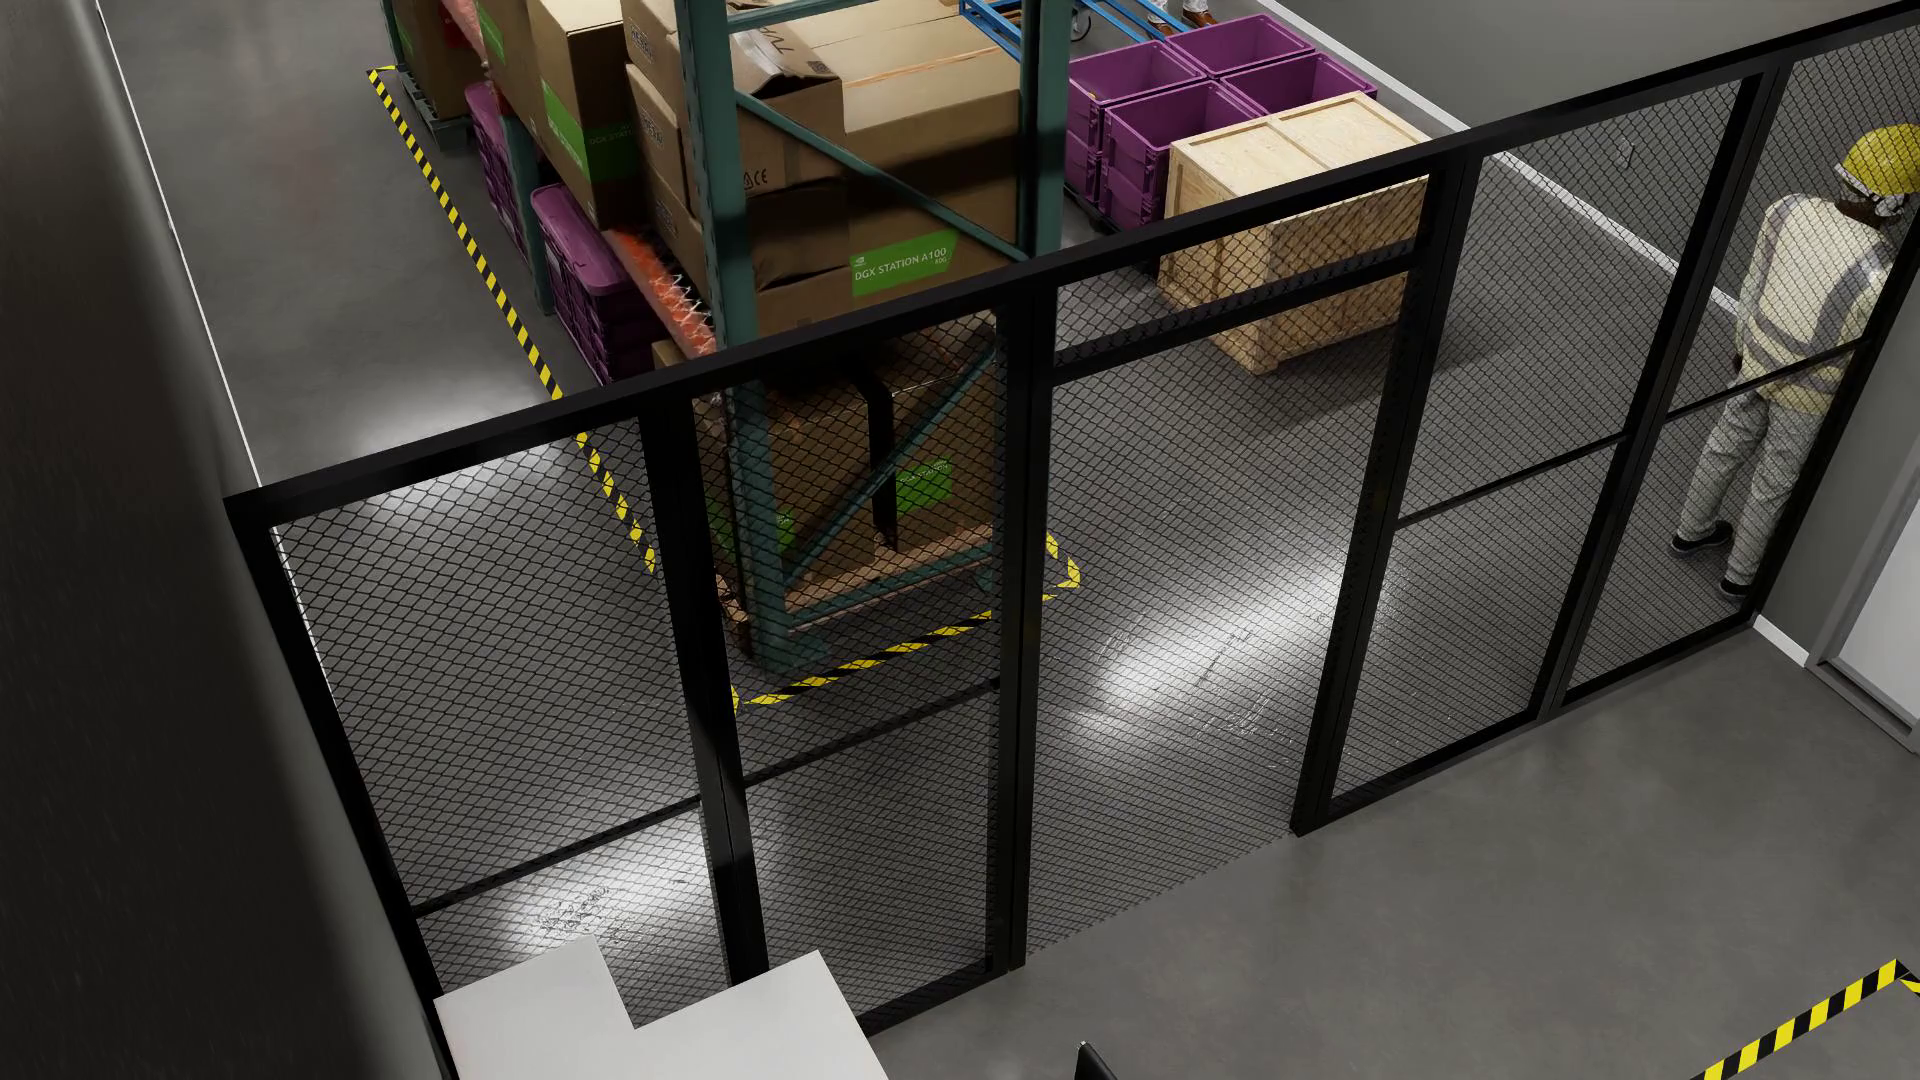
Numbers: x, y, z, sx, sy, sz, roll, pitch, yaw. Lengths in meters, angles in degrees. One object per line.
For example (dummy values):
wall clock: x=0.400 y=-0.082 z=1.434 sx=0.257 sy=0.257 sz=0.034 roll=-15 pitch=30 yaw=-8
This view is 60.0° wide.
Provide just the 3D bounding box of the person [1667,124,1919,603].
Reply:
person: x=2.856 y=-0.569 z=5.645 sx=0.404 sy=1.833 sz=0.590 roll=-14 pitch=44 yaw=-15

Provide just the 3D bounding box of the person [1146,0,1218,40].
person: x=1.271 y=-3.627 z=8.913 sx=0.629 sy=1.940 sz=0.372 roll=-22 pitch=47 yaw=-22
